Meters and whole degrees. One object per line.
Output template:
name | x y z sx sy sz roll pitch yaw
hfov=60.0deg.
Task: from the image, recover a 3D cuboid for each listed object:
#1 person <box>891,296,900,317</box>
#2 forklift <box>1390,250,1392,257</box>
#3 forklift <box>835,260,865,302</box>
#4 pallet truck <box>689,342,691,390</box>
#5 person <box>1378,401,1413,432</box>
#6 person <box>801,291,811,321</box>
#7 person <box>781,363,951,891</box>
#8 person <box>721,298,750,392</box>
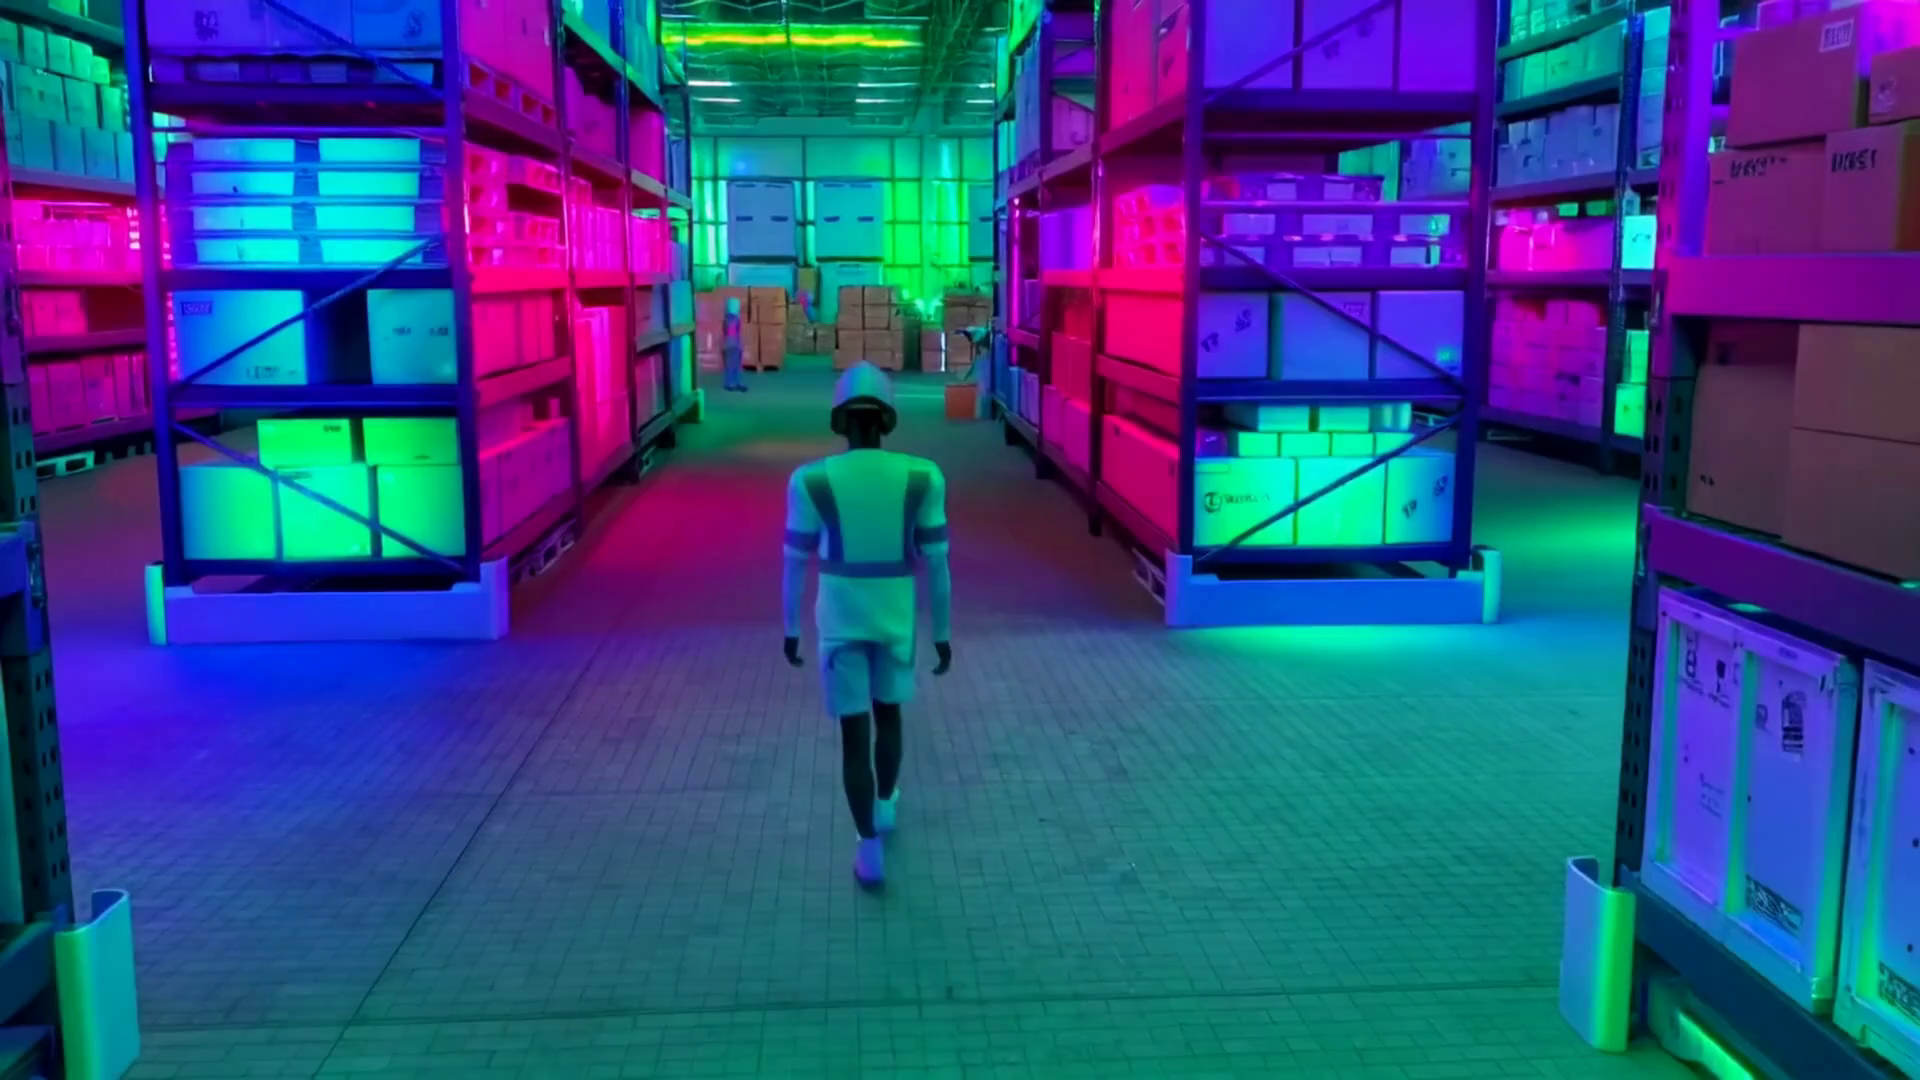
person | -2.223 -7.626 57.591 0.310 1.642 0.514 1 9 5
forklift | 7.993 -4.026 31.107 1.129 2.768 1.873 8 12 40
forklift | -3.422 -7.307 51.714 1.129 2.768 1.873 -1 9 -4
pallet truck | -5.225 -3.008 27.480 1.885 1.965 0.823 2 9 14
person | 5.468 -1.764 20.891 0.512 1.609 0.755 0 9 1
person | -5.269 -7.626 57.084 0.916 1.813 0.521 -9 12 -43
person | -0.394 0.305 6.638 0.641 2.004 0.953 -2 9 -11
person | -4.554 -3.935 33.609 0.561 1.898 0.658 -2 9 -15
